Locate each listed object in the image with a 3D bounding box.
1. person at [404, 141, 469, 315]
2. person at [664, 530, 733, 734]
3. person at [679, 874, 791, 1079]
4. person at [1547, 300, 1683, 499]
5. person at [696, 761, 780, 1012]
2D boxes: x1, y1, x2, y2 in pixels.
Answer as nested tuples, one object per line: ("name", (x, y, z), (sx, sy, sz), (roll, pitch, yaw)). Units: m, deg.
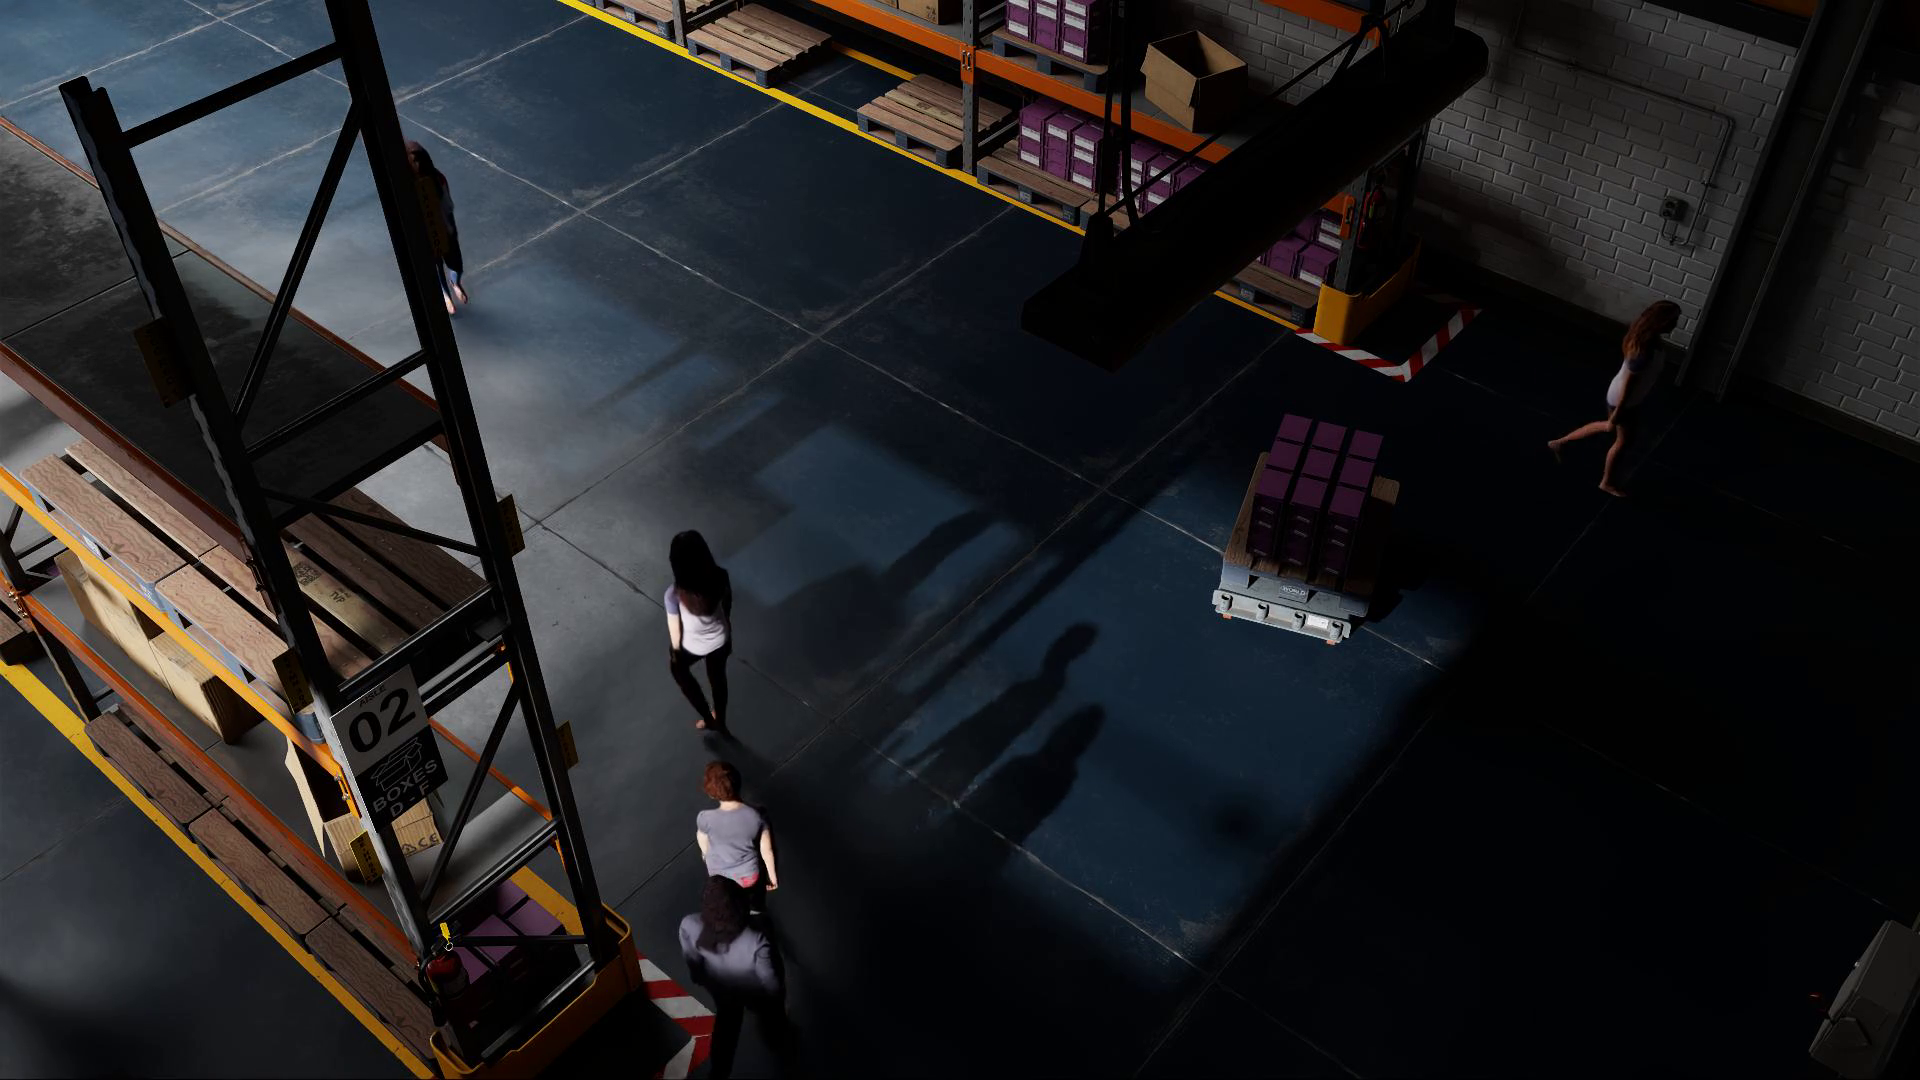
("person", (-4.413, -2.621, 13.823), (0.698, 1.602, 0.720), (-19, 47, -19))
("person", (-1.564, 0.652, 10.317), (0.674, 1.699, 0.666), (-28, 50, -26))
("person", (-1.180, 2.322, 8.653), (0.994, 1.576, 0.980), (12, 45, 12))
("person", (4.766, -1.064, 12.114), (0.981, 1.706, 0.755), (18, 47, 18))
("person", (-1.209, 1.901, 9.078), (0.970, 1.600, 1.182), (-11, 45, -11))
